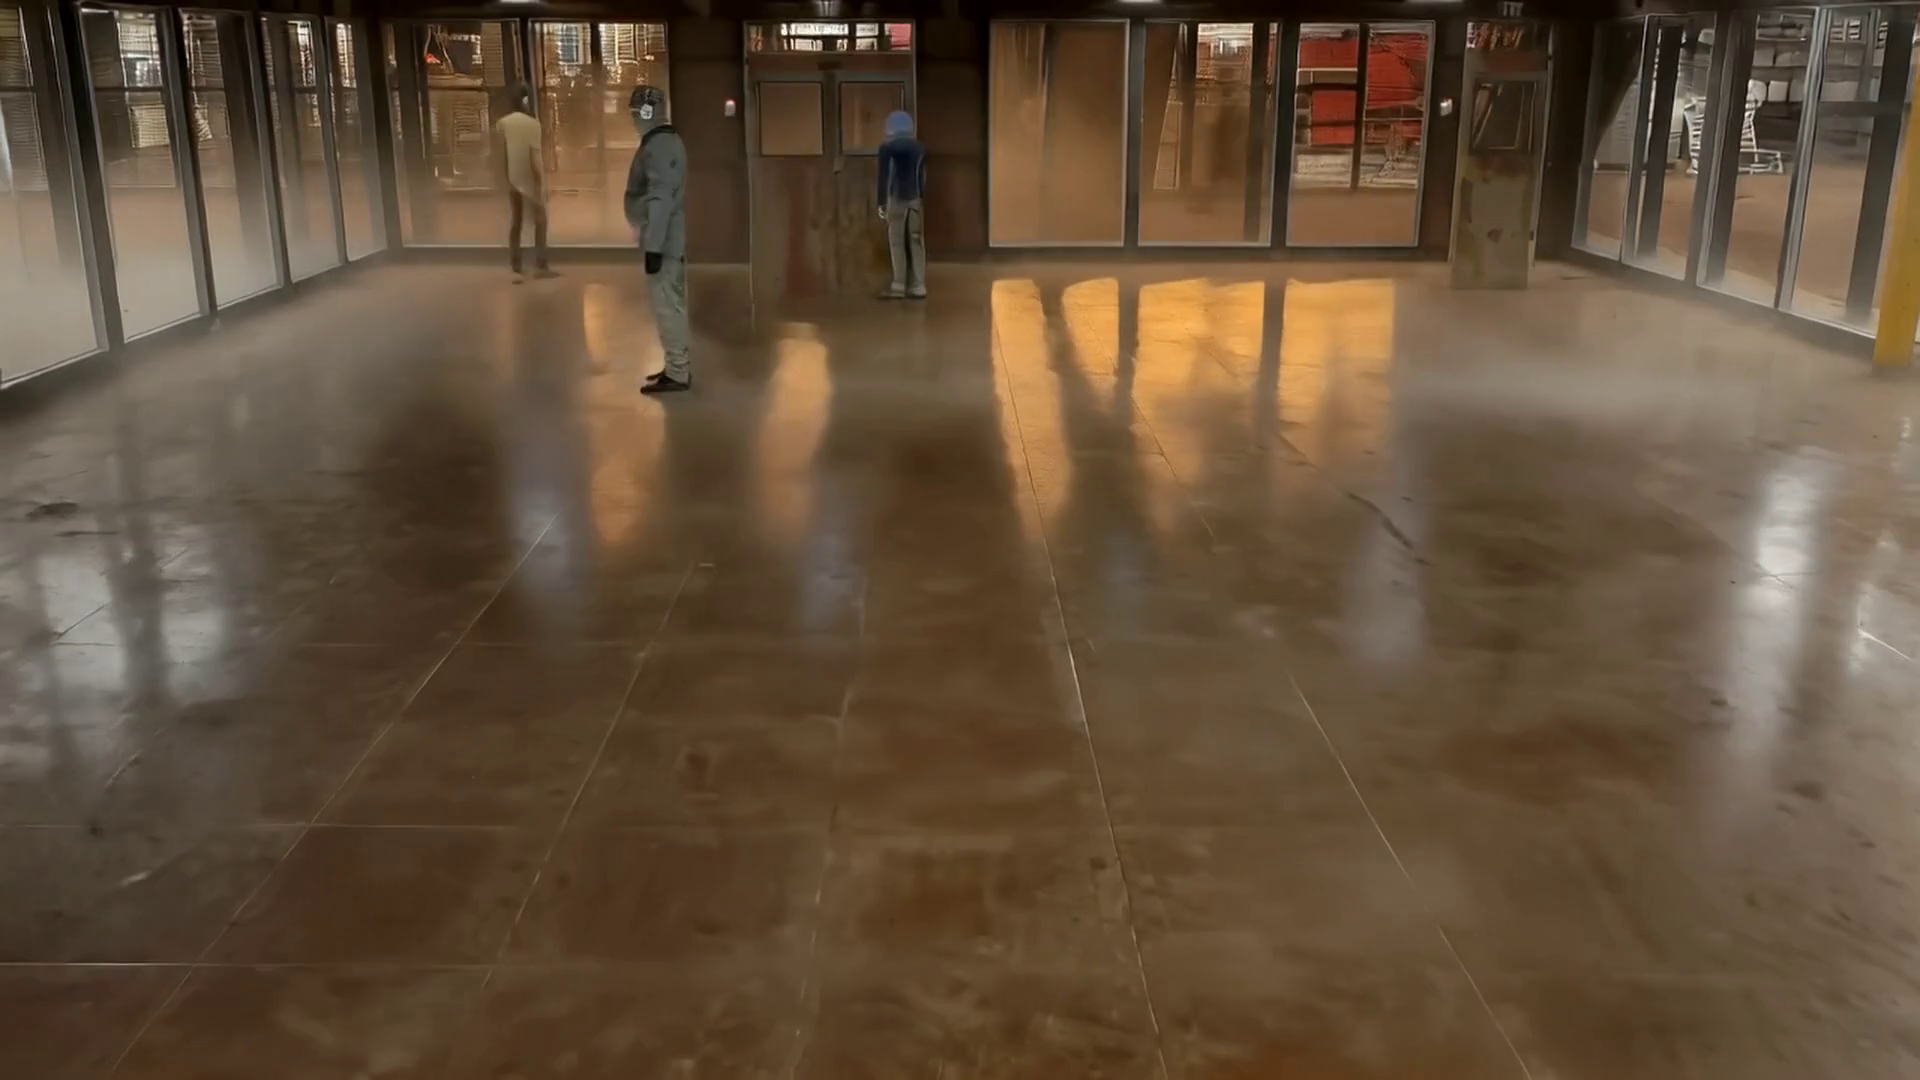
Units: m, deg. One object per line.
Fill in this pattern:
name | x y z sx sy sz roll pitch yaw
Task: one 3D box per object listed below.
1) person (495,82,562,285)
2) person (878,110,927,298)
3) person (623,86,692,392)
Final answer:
person | -4.067 -3.311 15.496 0.584 1.833 0.628 4 17 13
person | -0.506 -2.946 14.625 0.496 1.626 0.283 -13 21 -38
person | -1.922 -1.896 10.558 0.402 1.906 0.652 0 16 -1
